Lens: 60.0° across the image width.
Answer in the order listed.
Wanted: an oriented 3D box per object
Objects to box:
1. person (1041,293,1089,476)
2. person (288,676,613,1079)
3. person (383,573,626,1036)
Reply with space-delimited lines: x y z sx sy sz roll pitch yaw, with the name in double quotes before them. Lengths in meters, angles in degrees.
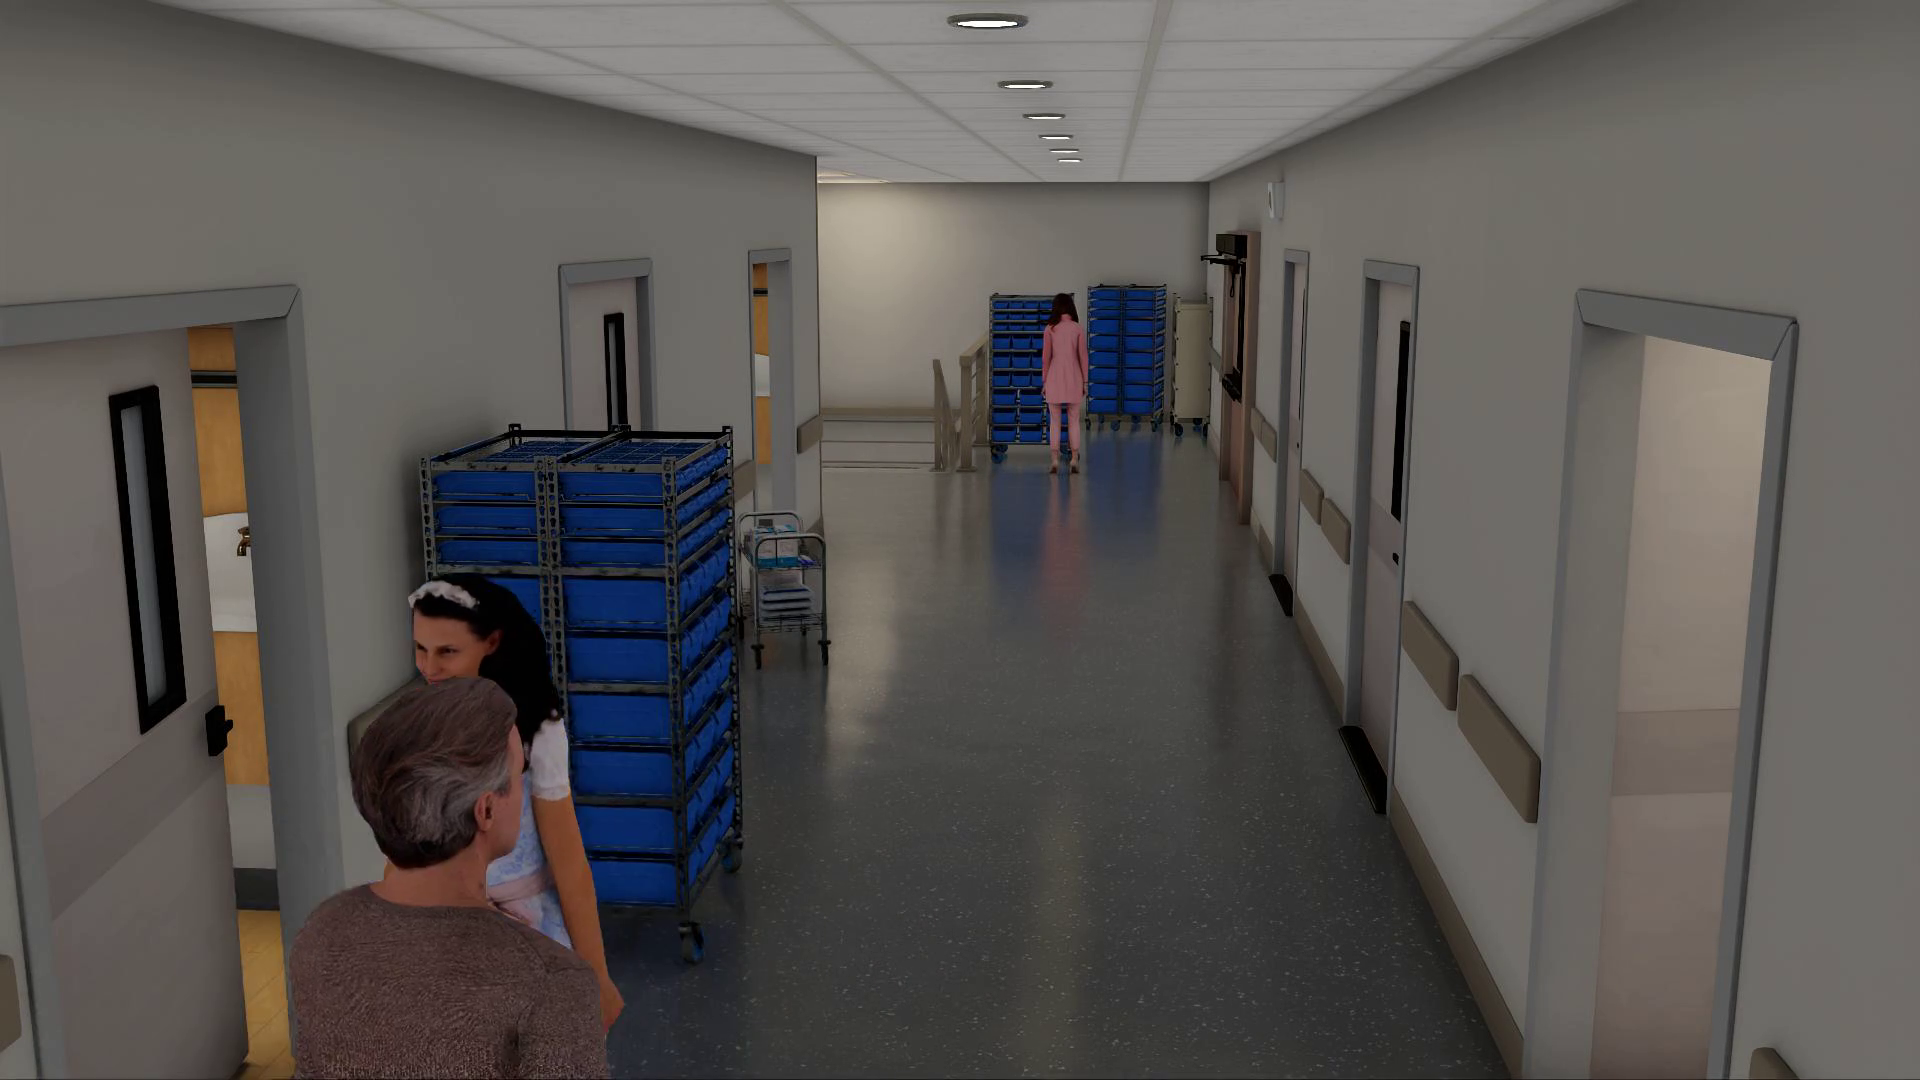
"person" 1.034 -1.558 16.625 0.635 1.800 0.538 0 11 0
"person" -0.731 1.141 2.267 1.019 1.849 1.351 6 12 27
"person" -0.906 0.936 3.539 0.917 1.778 1.084 7 13 32
